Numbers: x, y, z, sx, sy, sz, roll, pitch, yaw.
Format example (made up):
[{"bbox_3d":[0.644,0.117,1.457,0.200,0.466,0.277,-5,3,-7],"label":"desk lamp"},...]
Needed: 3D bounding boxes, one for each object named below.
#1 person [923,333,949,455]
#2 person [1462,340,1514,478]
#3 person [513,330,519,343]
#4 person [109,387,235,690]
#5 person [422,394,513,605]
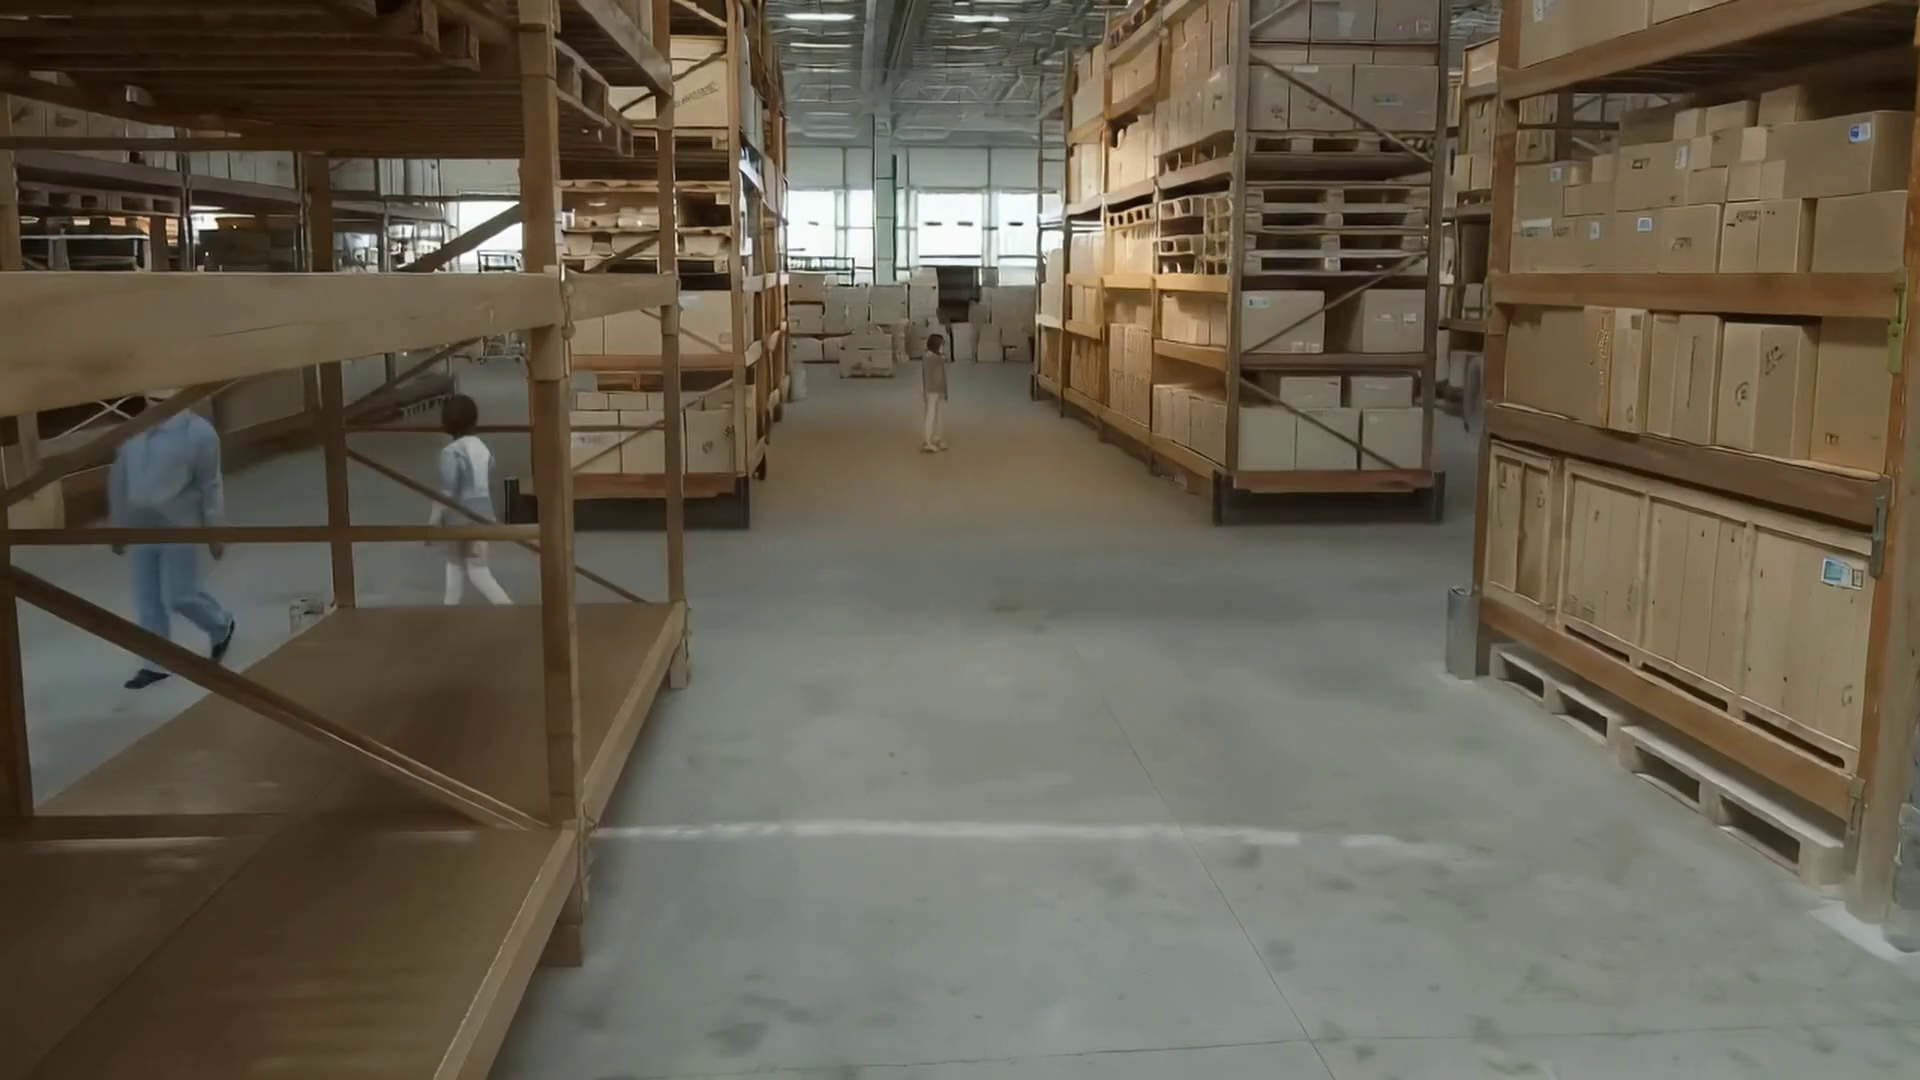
[{"bbox_3d":[-0.329,-1.964,22.397,0.276,1.626,0.499,6,11,32],"label":"person"},{"bbox_3d":[5.666,-1.318,17.702,0.637,1.826,0.698,3,10,19],"label":"person"},{"bbox_3d":[-14.912,-7.529,56.852,0.969,1.785,0.546,-1,9,-8],"label":"person"},{"bbox_3d":[-4.617,-0.073,9.757,0.736,1.876,0.578,3,10,18],"label":"person"},{"bbox_3d":[-3.118,-0.102,10.608,0.850,1.656,0.538,1,9,5],"label":"person"}]
